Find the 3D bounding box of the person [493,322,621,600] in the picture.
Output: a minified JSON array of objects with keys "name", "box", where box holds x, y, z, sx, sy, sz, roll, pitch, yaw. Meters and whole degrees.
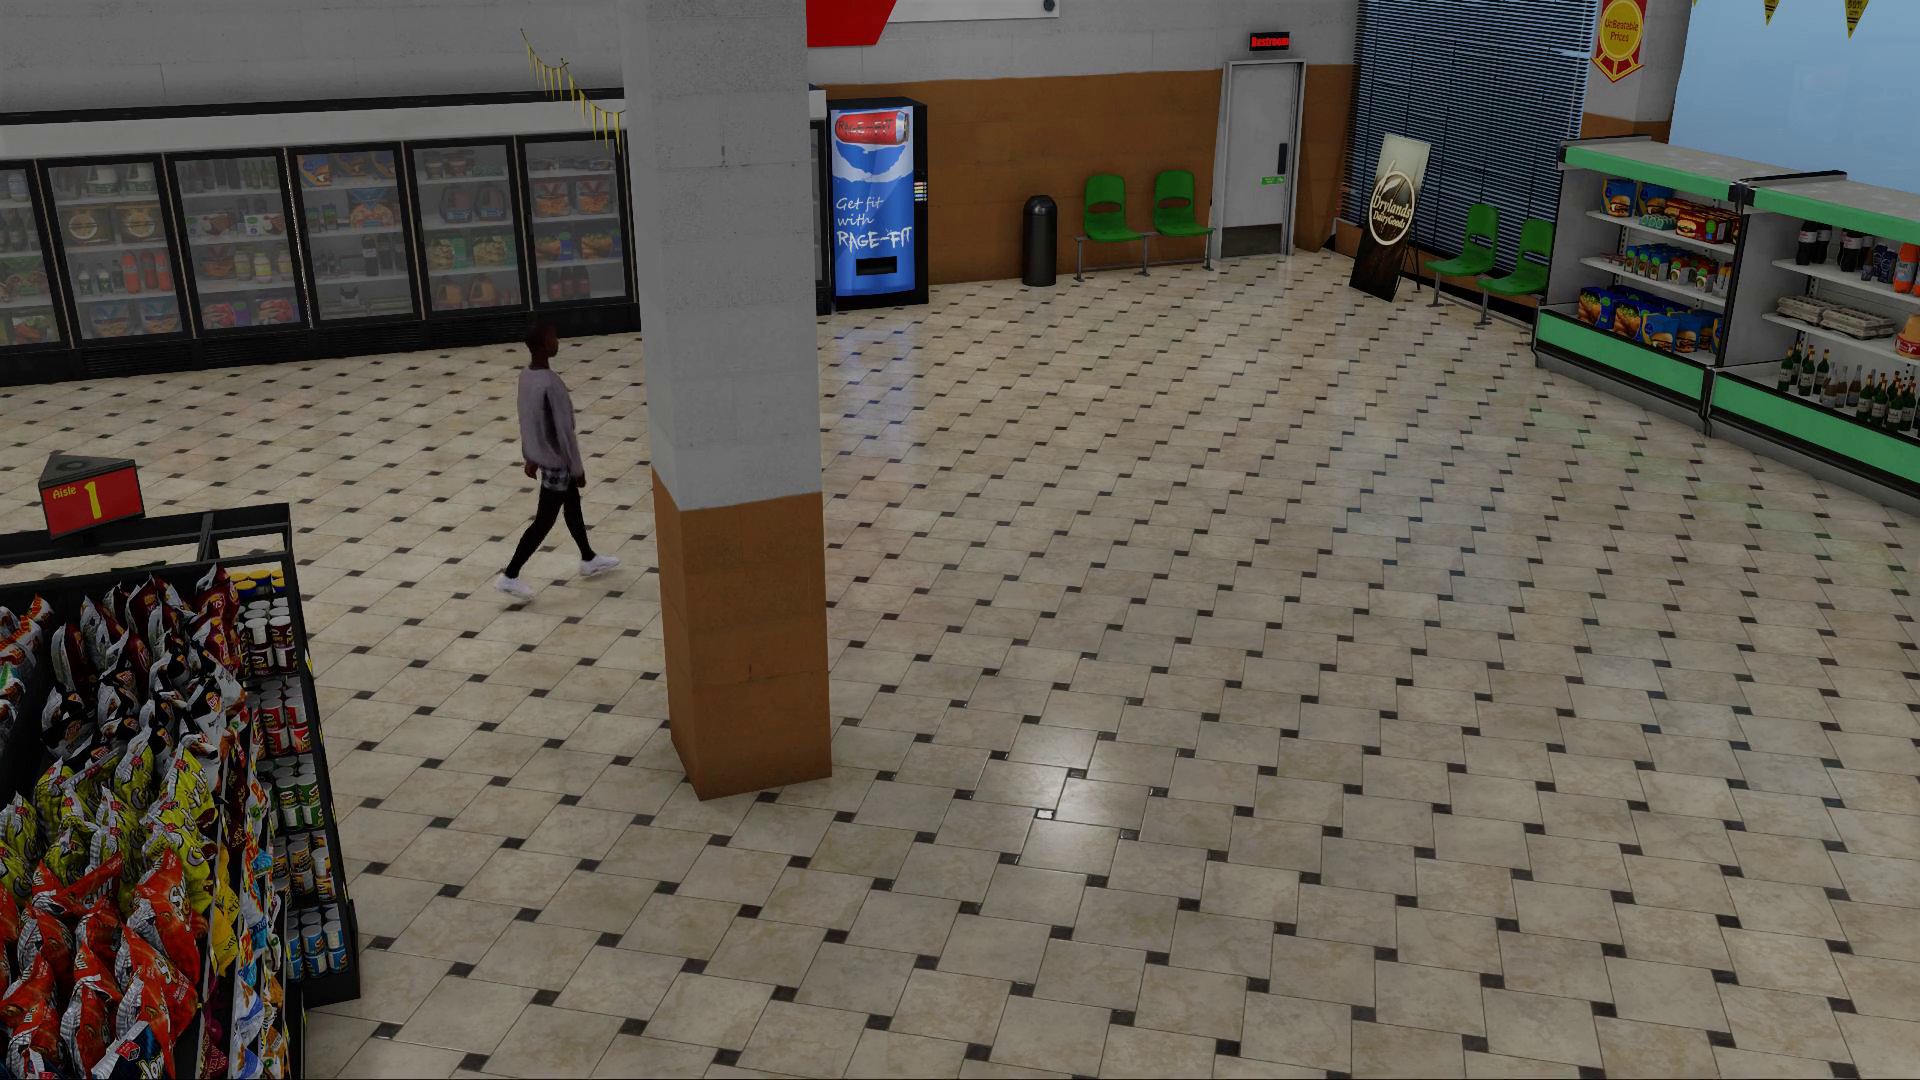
[{"name":"person","box":[-2.642,-0.462,10.411,1.007,1.738,1.192,-18,28,-38]}]
